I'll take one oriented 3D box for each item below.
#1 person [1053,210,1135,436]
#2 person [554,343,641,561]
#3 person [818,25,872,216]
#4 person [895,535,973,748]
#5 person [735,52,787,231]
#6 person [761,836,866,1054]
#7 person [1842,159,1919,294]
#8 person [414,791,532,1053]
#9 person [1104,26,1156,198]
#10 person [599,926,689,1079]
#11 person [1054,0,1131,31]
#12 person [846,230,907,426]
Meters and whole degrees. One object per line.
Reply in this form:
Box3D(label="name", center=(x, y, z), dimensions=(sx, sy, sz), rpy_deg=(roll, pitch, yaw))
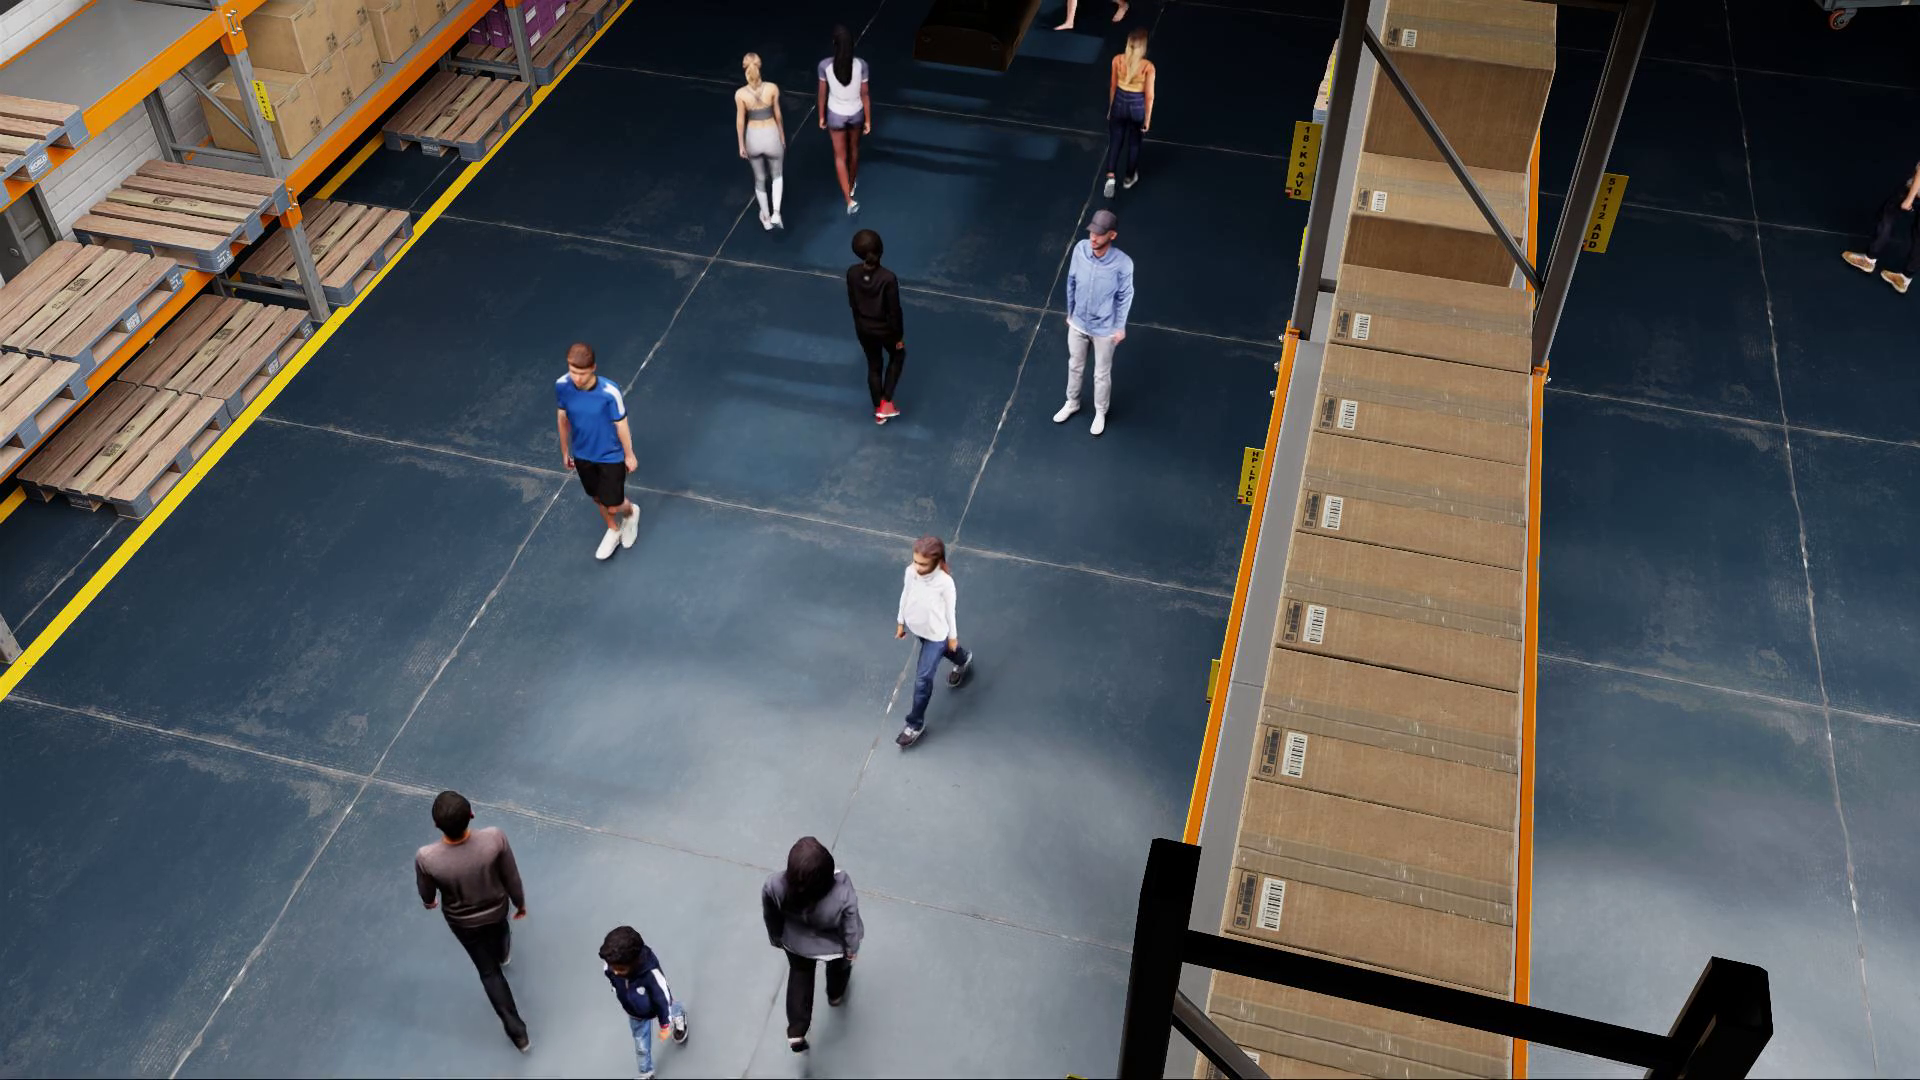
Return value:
Box3D(label="person", center=(1.013, -1.649, 12.446), dimensions=(0.711, 1.888, 0.673), rpy_deg=(22, 48, 21))
Box3D(label="person", center=(-2.430, -0.664, 11.436), dimensions=(0.677, 1.855, 0.690), rpy_deg=(12, 45, 13))
Box3D(label="person", center=(-1.009, -3.679, 14.714), dimensions=(0.902, 1.698, 1.145), rpy_deg=(-3, 44, -3))
Box3D(label="person", center=(-0.136, 0.515, 10.439), dimensions=(0.802, 1.522, 1.146), rpy_deg=(27, 50, 25))
Box3D(label="person", center=(-1.692, -3.384, 14.409), dimensions=(0.741, 1.693, 0.869), rpy_deg=(-7, 44, -7))
Box3D(label="person", center=(-0.764, 2.118, 8.715), dimensions=(0.726, 1.579, 0.931), rpy_deg=(6, 44, 6))
Box3D(label="person", center=(8.055, -2.868, 13.733), dimensions=(0.931, 1.876, 1.012), rpy_deg=(-14, 45, -14))
Box3D(label="person", center=(-2.510, 2.016, 8.715), dimensions=(1.109, 1.726, 1.174), rpy_deg=(-10, 45, -11))
Box3D(label="person", center=(1.488, -3.793, 14.894), dimensions=(0.623, 1.615, 0.936), rpy_deg=(15, 46, 15))
Box3D(label="person", center=(-1.614, 2.372, 8.732), dimensions=(0.549, 1.189, 0.861), rpy_deg=(7, 44, 8))
Box3D(label="person", center=(1.449, -6.107, 17.276), dimensions=(1.084, 1.679, 1.075), rpy_deg=(-18, 47, -18))
Box3D(label="person", center=(-0.655, -1.536, 12.496), dimensions=(0.658, 1.654, 0.635), rpy_deg=(19, 47, 19))
